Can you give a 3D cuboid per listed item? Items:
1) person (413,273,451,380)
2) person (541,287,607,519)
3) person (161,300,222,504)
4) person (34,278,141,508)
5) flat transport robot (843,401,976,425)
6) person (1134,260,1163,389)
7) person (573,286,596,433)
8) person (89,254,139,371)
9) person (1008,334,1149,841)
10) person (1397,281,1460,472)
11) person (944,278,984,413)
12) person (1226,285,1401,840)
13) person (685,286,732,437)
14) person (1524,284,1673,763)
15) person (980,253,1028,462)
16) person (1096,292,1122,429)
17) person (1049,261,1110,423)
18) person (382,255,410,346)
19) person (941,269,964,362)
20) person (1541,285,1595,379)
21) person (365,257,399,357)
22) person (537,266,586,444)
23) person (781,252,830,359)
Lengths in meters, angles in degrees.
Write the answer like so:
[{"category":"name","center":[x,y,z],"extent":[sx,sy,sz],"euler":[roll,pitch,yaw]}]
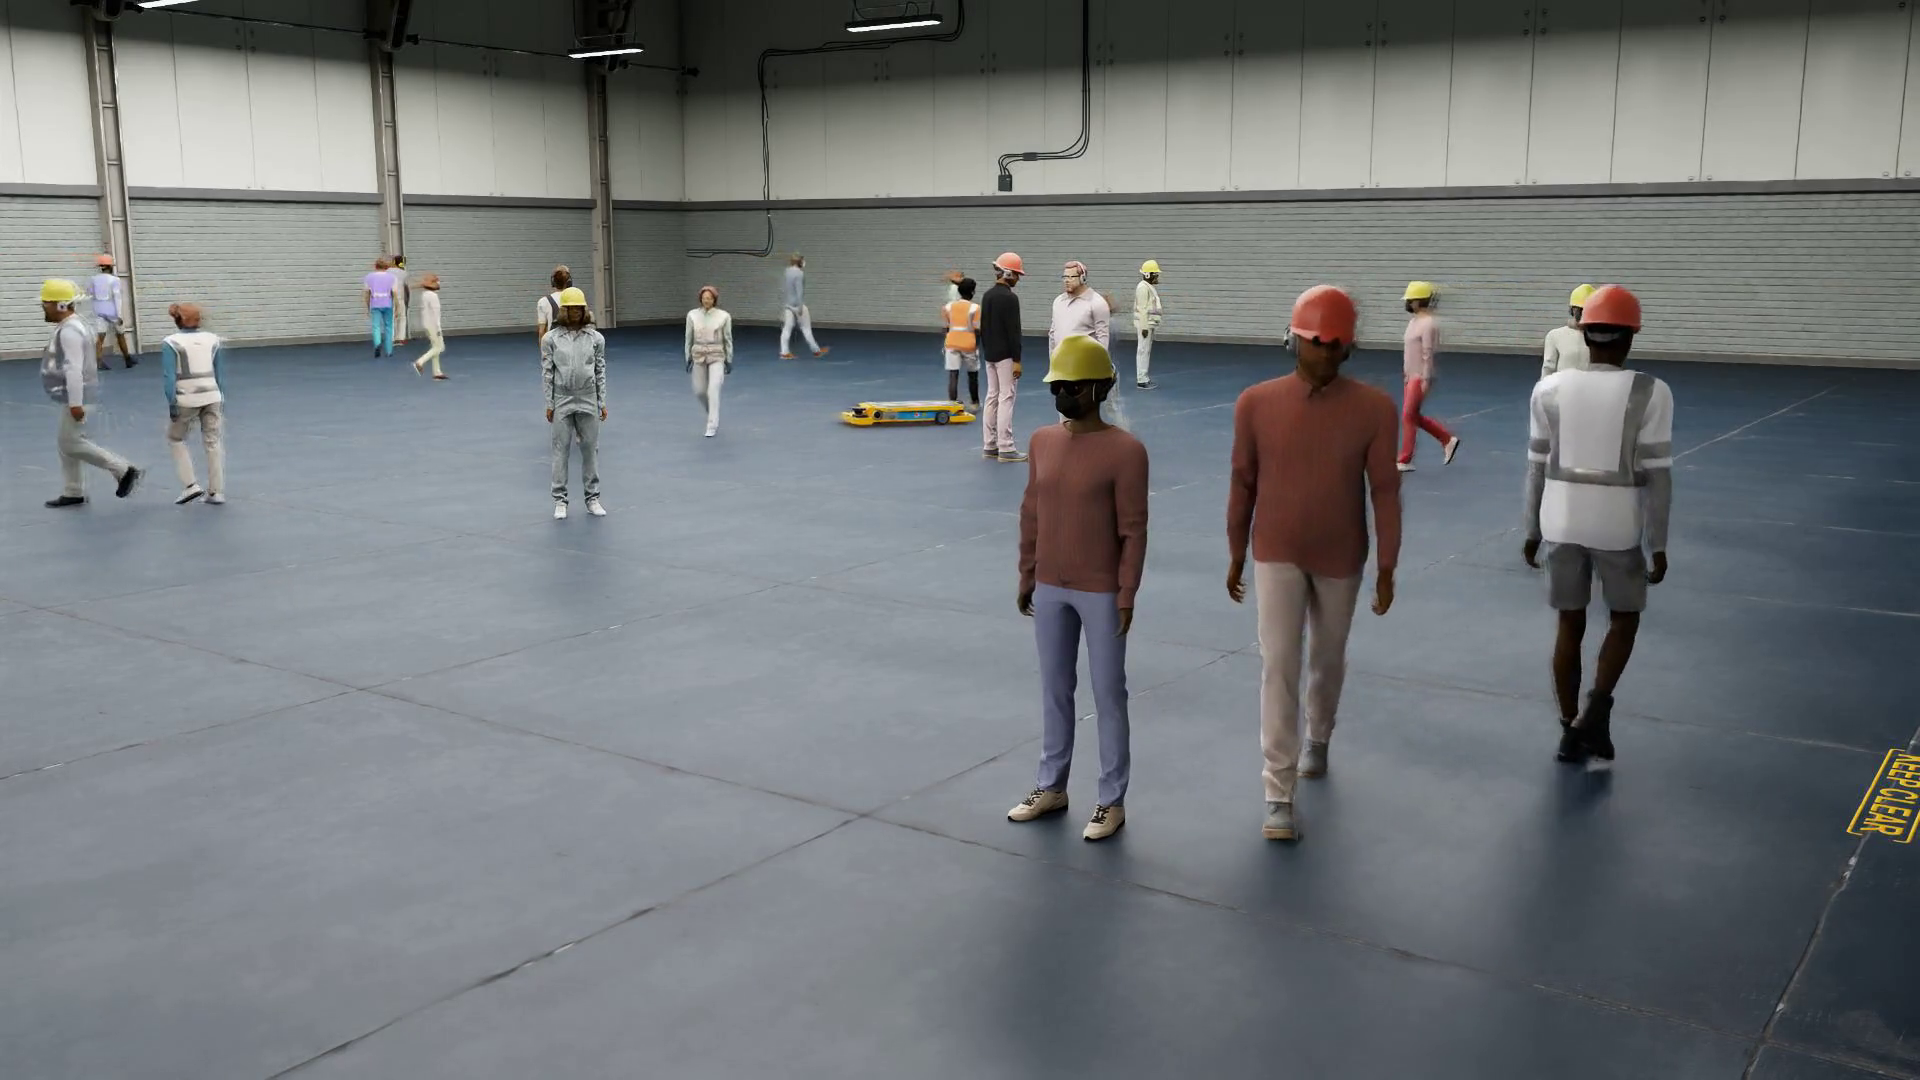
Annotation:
[{"category":"person","center":[-8.013,-3.217,25.170],"extent":[0.495,1.618,0.520],"euler":[-6,12,-28]},{"category":"person","center":[-2.914,-1.036,12.619],"extent":[0.487,1.746,0.290],"euler":[-5,11,-25]},{"category":"person","center":[-6.071,-1.077,13.200],"extent":[0.393,1.627,0.534],"euler":[7,12,33]},{"category":"person","center":[-6.899,-1.148,13.081],"extent":[0.612,1.816,0.590],"euler":[-5,11,-27]},{"category":"flat transport robot","center":[-0.592,-1.480,19.238],"extent":[1.431,0.197,0.652],"euler":[-3,10,-15]},{"category":"person","center":[2.696,-3.081,23.824],"extent":[0.404,1.834,0.591],"euler":[3,10,15]},{"category":"person","center":[-4.264,-1.989,18.318],"extent":[0.639,1.616,0.516],"euler":[9,14,41]},{"category":"person","center":[-13.979,-3.742,27.376],"extent":[0.565,1.882,0.975],"euler":[1,10,6]},{"category":"person","center":[0.415,0.164,5.843],"extent":[0.523,1.769,0.309],"euler":[8,13,39]},{"category":"person","center":[4.220,-1.478,15.105],"extent":[0.661,1.744,0.528],"euler":[0,10,-1]},{"category":"person","center":[0.069,-2.315,20.019],"extent":[0.531,1.640,0.865],"euler":[4,11,21]},{"category":"person","center":[1.297,0.031,6.130],"extent":[0.625,1.941,1.024],"euler":[2,10,10]},{"category":"person","center":[-2.711,-1.952,18.069],"extent":[0.526,1.619,0.621],"euler":[2,10,10]},{"category":"person","center":[2.522,-0.047,6.603],"extent":[0.573,1.916,0.446],"euler":[7,12,34]},{"category":"person","center":[0.430,-1.742,15.902],"extent":[0.402,1.982,0.624],"euler":[-5,11,-27]},{"category":"person","center":[1.252,-1.605,16.206],"extent":[0.819,1.591,0.522],"euler":[-2,10,-9]},{"category":"person","center":[1.072,-1.634,15.517],"extent":[0.649,1.906,0.401],"euler":[9,14,42]},{"category":"person","center":[-11.544,-4.876,33.910],"extent":[0.662,1.834,0.363],"euler":[-5,11,-27]},{"category":"person","center":[-0.058,-3.900,28.991],"extent":[0.383,1.618,0.515],"euler":[1,10,5]},{"category":"person","center":[4.657,-1.034,12.554],"extent":[0.533,1.767,0.314],"euler":[3,11,17]},{"category":"person","center":[-10.496,-4.218,30.216],"extent":[0.580,1.826,0.587],"euler":[-3,10,-15]},{"category":"person","center":[-4.085,-1.900,17.181],"extent":[0.507,1.846,0.351],"euler":[0,10,0]},{"category":"person","center":[-2.823,-4.194,29.870],"extent":[0.957,1.896,0.656],"euler":[-6,12,-31]}]
